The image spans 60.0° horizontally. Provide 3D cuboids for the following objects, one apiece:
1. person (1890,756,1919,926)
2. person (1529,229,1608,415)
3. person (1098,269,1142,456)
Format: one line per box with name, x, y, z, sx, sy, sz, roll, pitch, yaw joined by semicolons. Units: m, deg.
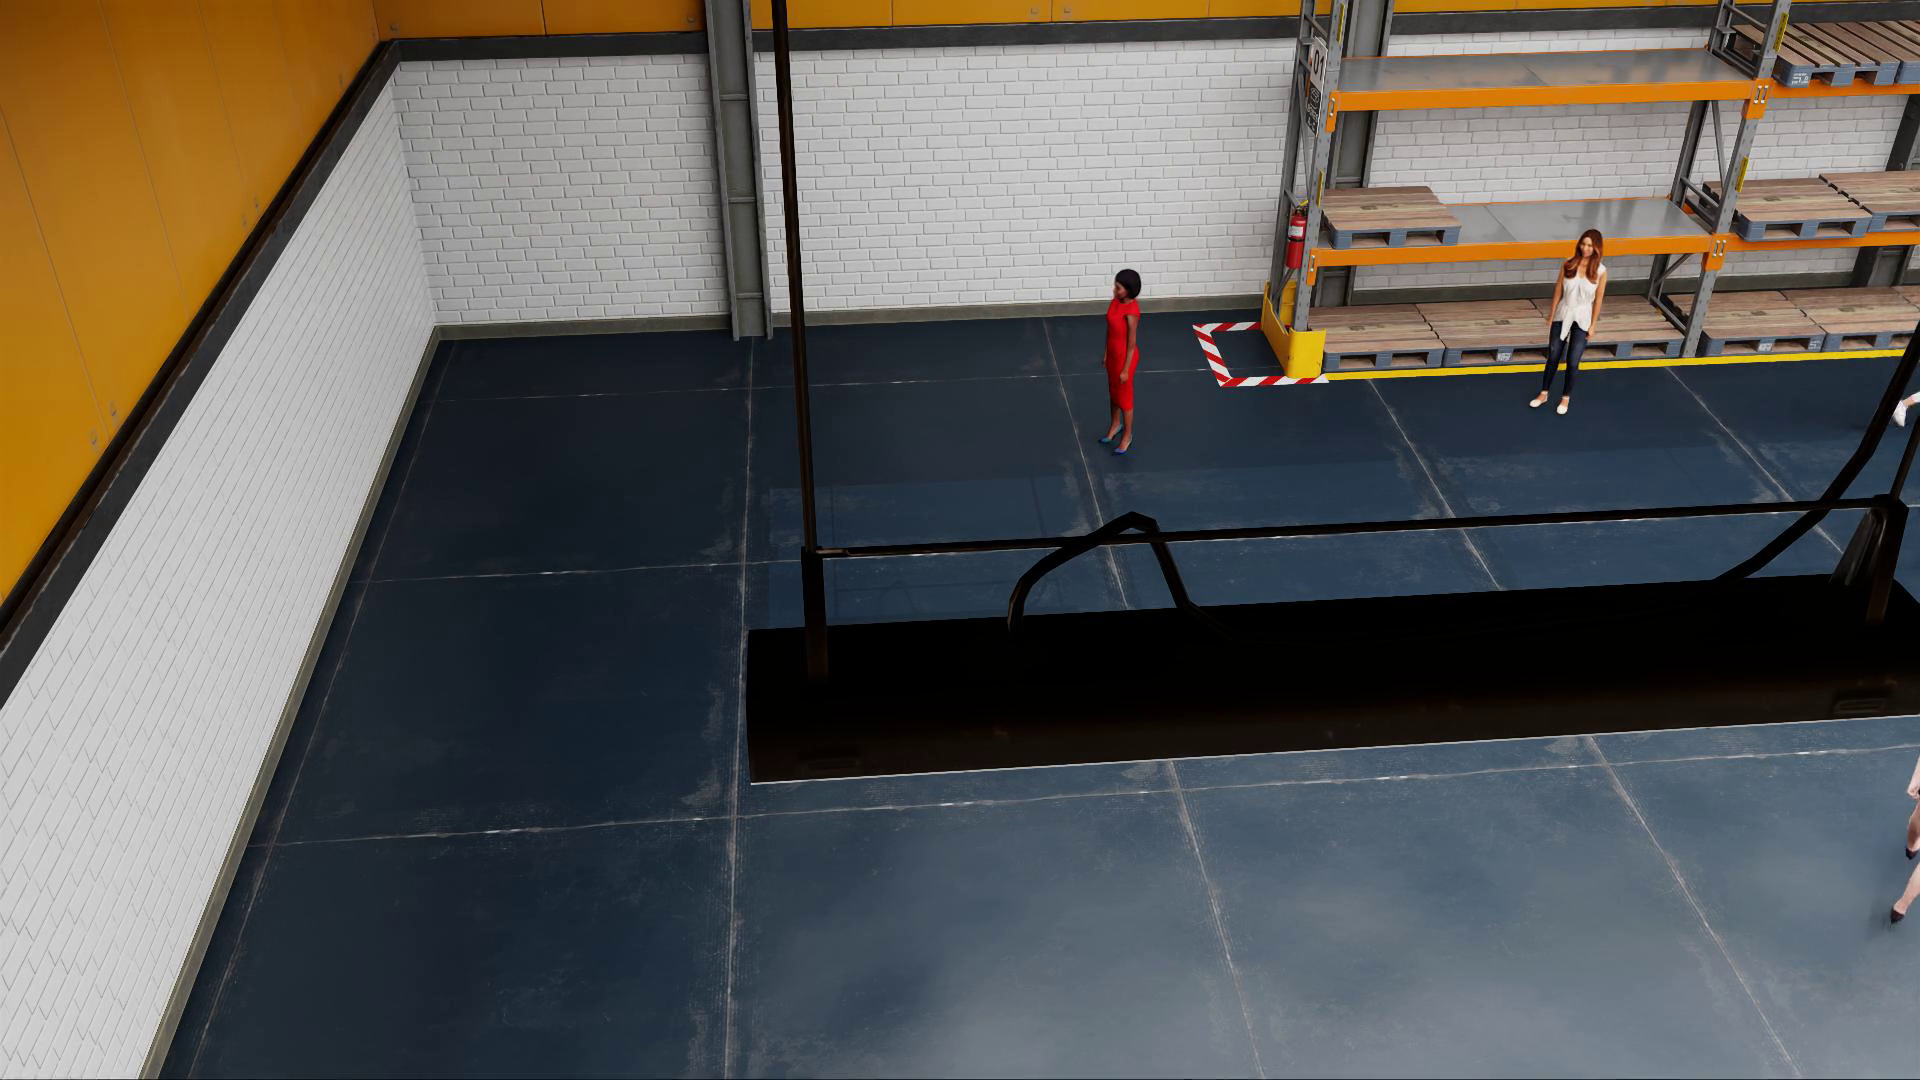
person;5.879;1.550;9.894;1.093;1.781;1.168;26;41;33
person;5.622;-2.008;15.244;0.649;1.785;0.722;22;40;30
person;1.426;-1.575;14.627;0.587;1.747;0.620;-13;36;-18
